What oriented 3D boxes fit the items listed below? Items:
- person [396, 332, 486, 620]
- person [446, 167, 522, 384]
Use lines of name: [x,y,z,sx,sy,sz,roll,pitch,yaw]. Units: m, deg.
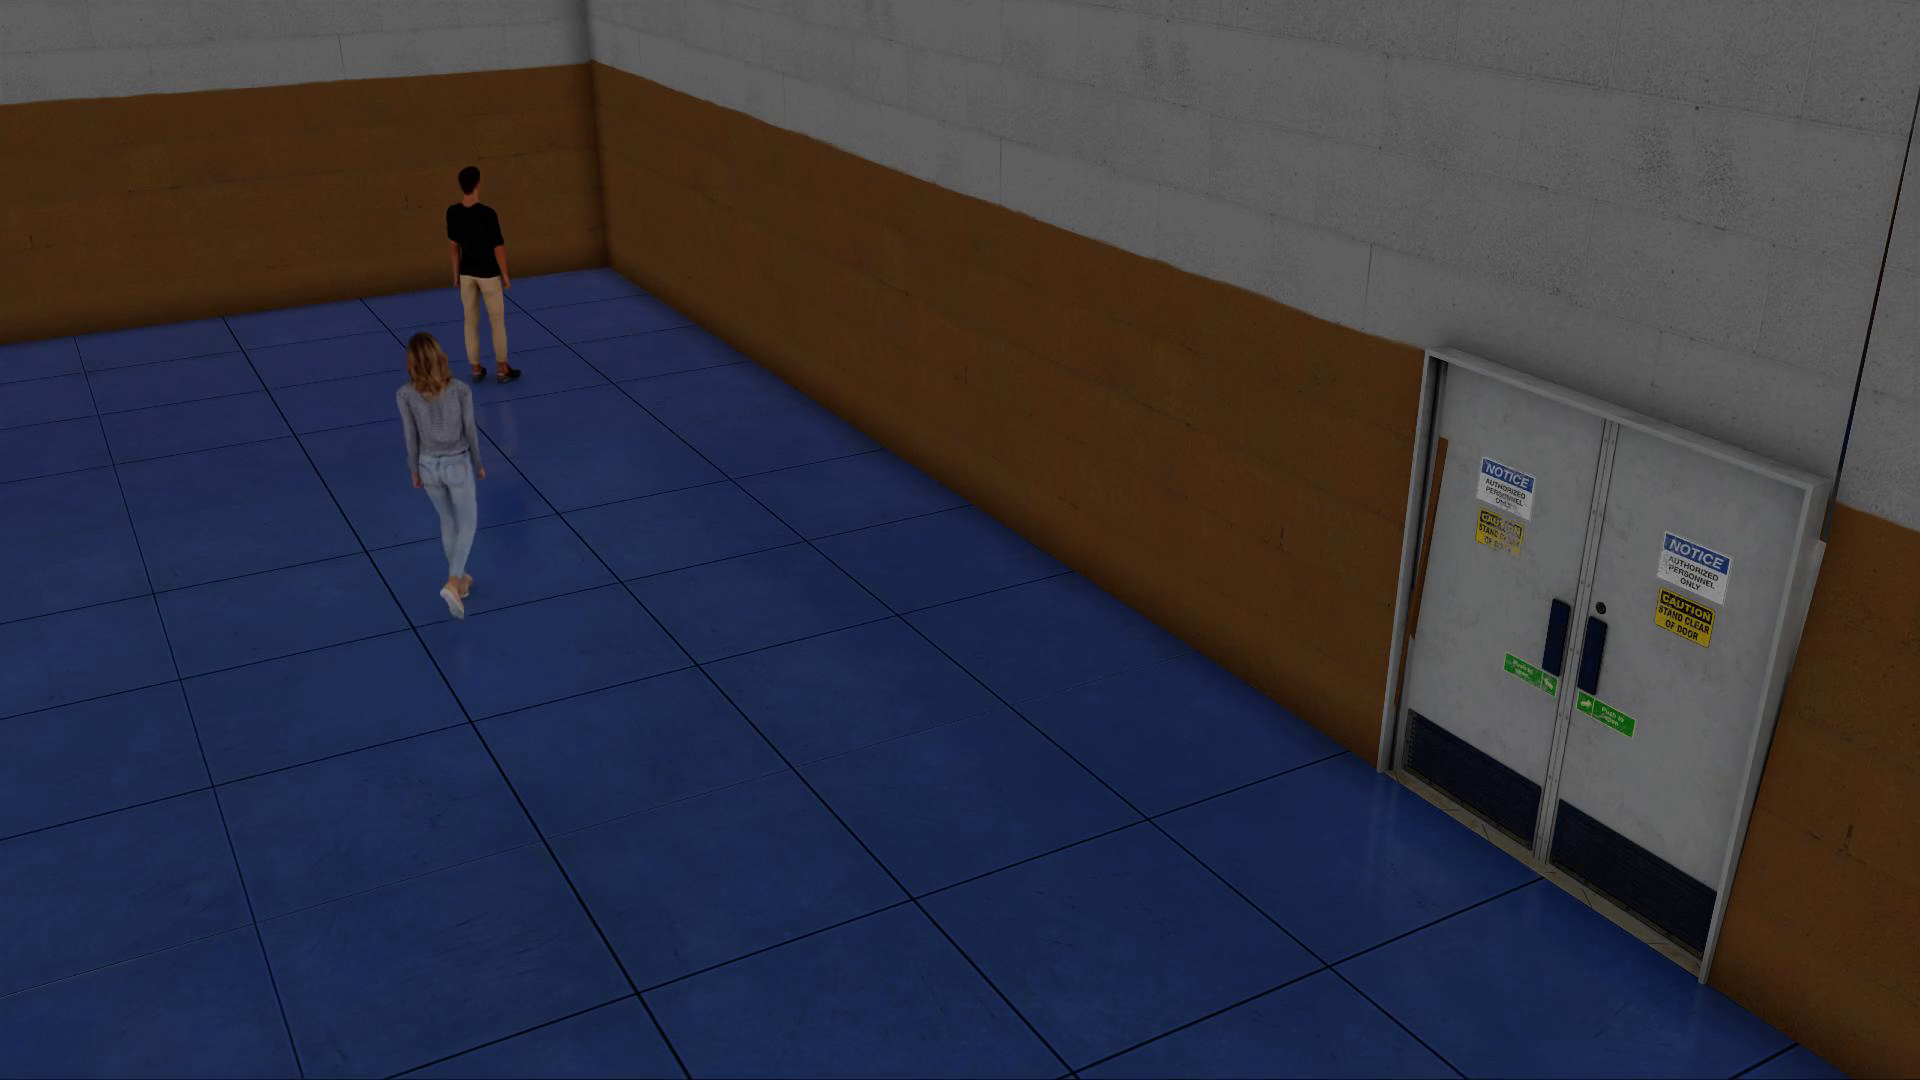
person: [-3.122,-0.366,10.107,1.076,1.771,0.961,-2,24,-4]
person: [-4.142,-2.278,14.342,0.687,1.854,0.781,3,24,7]
